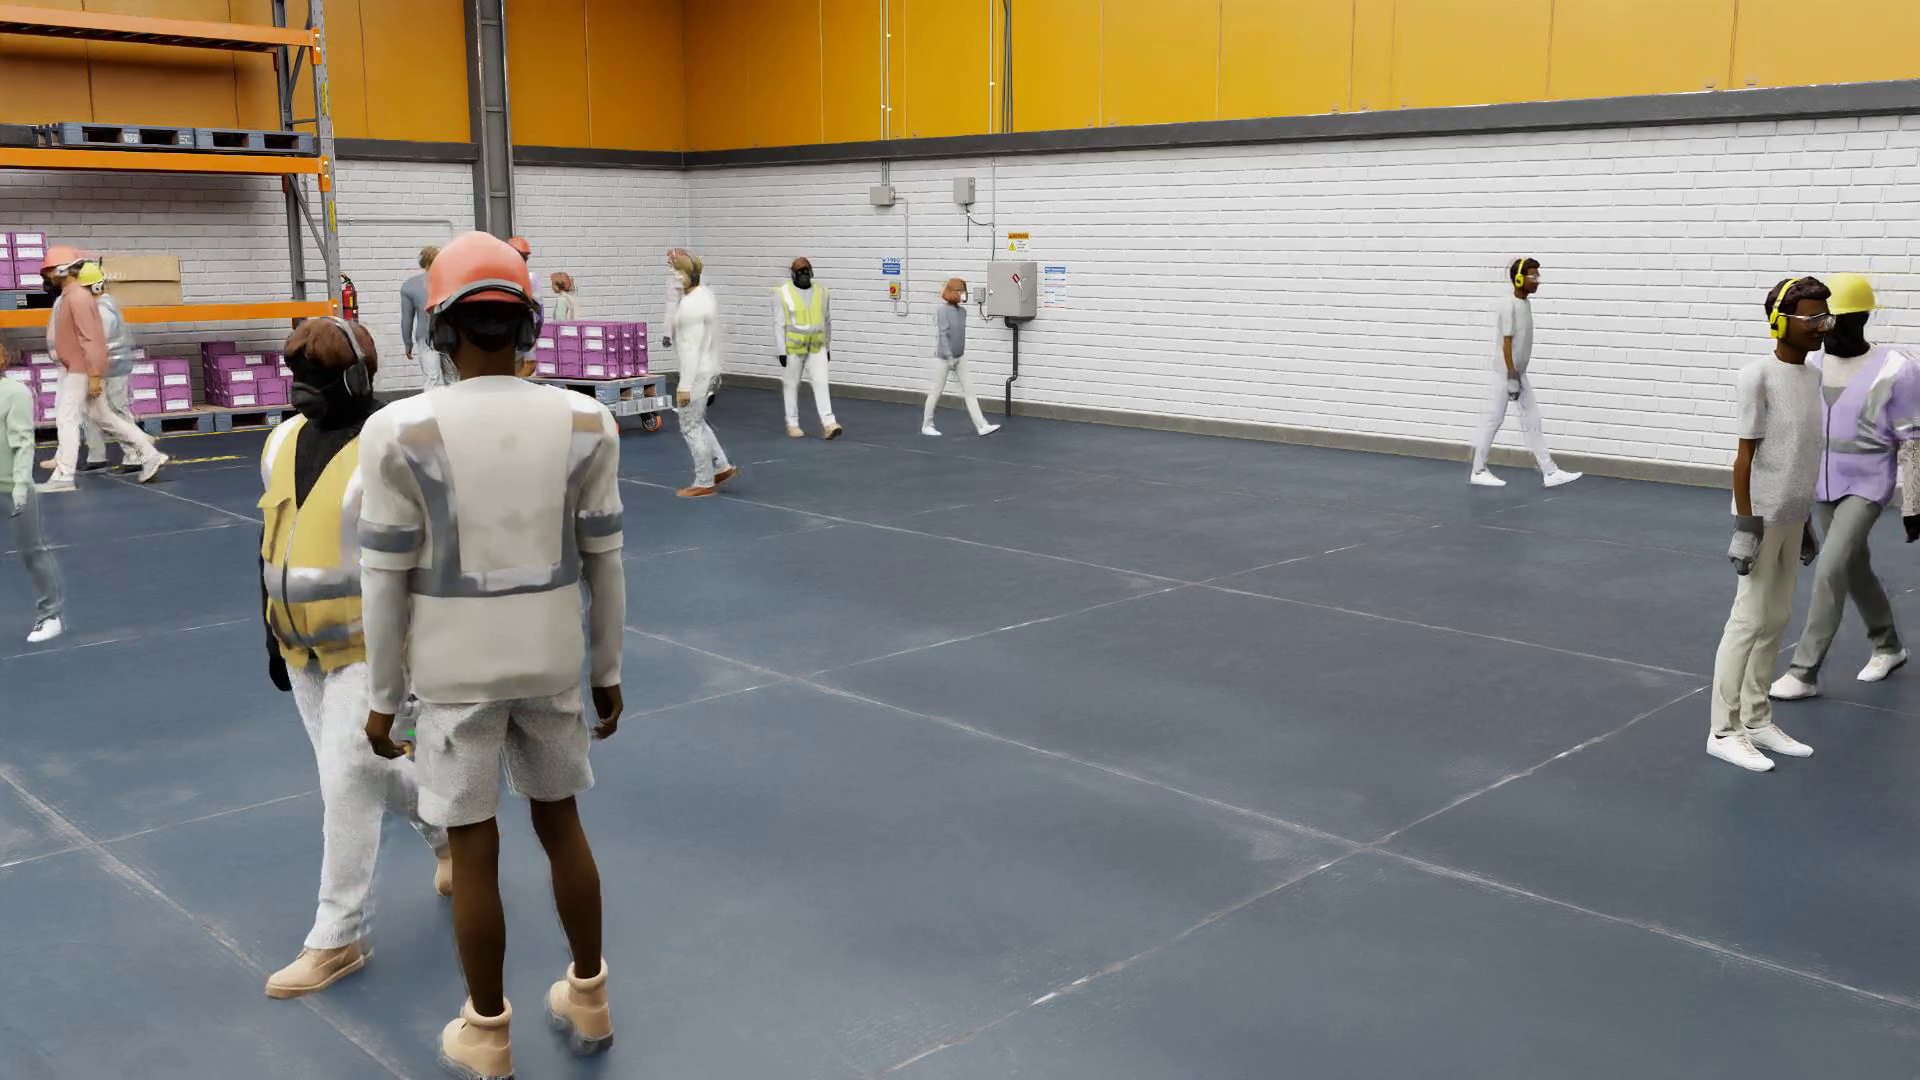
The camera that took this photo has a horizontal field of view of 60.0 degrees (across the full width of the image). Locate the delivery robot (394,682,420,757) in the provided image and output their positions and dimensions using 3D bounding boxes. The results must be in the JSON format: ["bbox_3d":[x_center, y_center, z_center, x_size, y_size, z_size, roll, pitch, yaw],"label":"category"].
[{"bbox_3d":[-2.055,0.541,6.395,0.477,0.478,0.707,-2,11,-11],"label":"delivery robot"}]

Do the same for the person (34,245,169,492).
[{"bbox_3d":[-6.933,-1.375,13.315,0.961,1.953,0.636,-6,12,-29],"label":"person"}]

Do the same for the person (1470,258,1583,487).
[{"bbox_3d":[4.523,-1.308,13.229,0.931,1.830,0.561,9,14,40],"label":"person"}]

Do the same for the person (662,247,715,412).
[{"bbox_3d":[-3.131,-2.387,18.991,0.401,1.883,0.668,4,11,23],"label":"person"}]

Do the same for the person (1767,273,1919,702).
[{"bbox_3d":[3.959,-0.244,7.362,0.968,1.869,0.592,-4,11,-22],"label":"person"}]

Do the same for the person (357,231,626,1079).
[{"bbox_3d":[-1.104,0.300,3.953,0.610,2.034,0.400,-7,13,-34],"label":"person"}]

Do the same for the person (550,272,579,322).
[{"bbox_3d":[-4.311,-2.122,18.236,0.396,1.625,0.524,-1,10,-4],"label":"person"}]

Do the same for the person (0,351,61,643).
[{"bbox_3d":[-4.688,-0.226,8.011,0.507,1.587,0.859,0,10,2],"label":"person"}]

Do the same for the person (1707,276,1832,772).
[{"bbox_3d":[3.129,-0.061,6.359,0.535,1.864,0.314,-8,13,-36],"label":"person"}]

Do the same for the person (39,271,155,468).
[{"bbox_3d":[-7.608,-1.527,14.549,0.859,1.810,0.644,-7,13,-35],"label":"person"}]

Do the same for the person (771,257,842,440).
[{"bbox_3d":[-1.511,-1.878,16.455,0.632,1.792,0.950,-5,11,-25],"label":"person"}]

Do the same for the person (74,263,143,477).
[{"bbox_3d":[-7.219,-1.405,13.877,0.662,1.791,0.593,-6,12,-31],"label":"person"}]

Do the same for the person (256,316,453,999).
[{"bbox_3d":[-1.665,0.274,4.683,0.635,1.814,0.849,6,12,28],"label":"person"}]

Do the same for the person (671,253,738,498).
[{"bbox_3d":[-1.992,-1.240,12.733,0.415,1.893,0.716,-1,10,-3],"label":"person"}]

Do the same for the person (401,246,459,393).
[{"bbox_3d":[-5.250,-1.981,16.697,0.662,1.905,0.933,-3,11,-15],"label":"person"}]

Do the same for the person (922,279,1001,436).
[{"bbox_3d":[-0.036,-1.817,16.692,0.867,1.588,0.506,8,13,36],"label":"person"}]

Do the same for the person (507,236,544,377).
[{"bbox_3d":[-4.937,-2.360,18.504,0.613,2.020,0.727,3,11,15],"label":"person"}]
